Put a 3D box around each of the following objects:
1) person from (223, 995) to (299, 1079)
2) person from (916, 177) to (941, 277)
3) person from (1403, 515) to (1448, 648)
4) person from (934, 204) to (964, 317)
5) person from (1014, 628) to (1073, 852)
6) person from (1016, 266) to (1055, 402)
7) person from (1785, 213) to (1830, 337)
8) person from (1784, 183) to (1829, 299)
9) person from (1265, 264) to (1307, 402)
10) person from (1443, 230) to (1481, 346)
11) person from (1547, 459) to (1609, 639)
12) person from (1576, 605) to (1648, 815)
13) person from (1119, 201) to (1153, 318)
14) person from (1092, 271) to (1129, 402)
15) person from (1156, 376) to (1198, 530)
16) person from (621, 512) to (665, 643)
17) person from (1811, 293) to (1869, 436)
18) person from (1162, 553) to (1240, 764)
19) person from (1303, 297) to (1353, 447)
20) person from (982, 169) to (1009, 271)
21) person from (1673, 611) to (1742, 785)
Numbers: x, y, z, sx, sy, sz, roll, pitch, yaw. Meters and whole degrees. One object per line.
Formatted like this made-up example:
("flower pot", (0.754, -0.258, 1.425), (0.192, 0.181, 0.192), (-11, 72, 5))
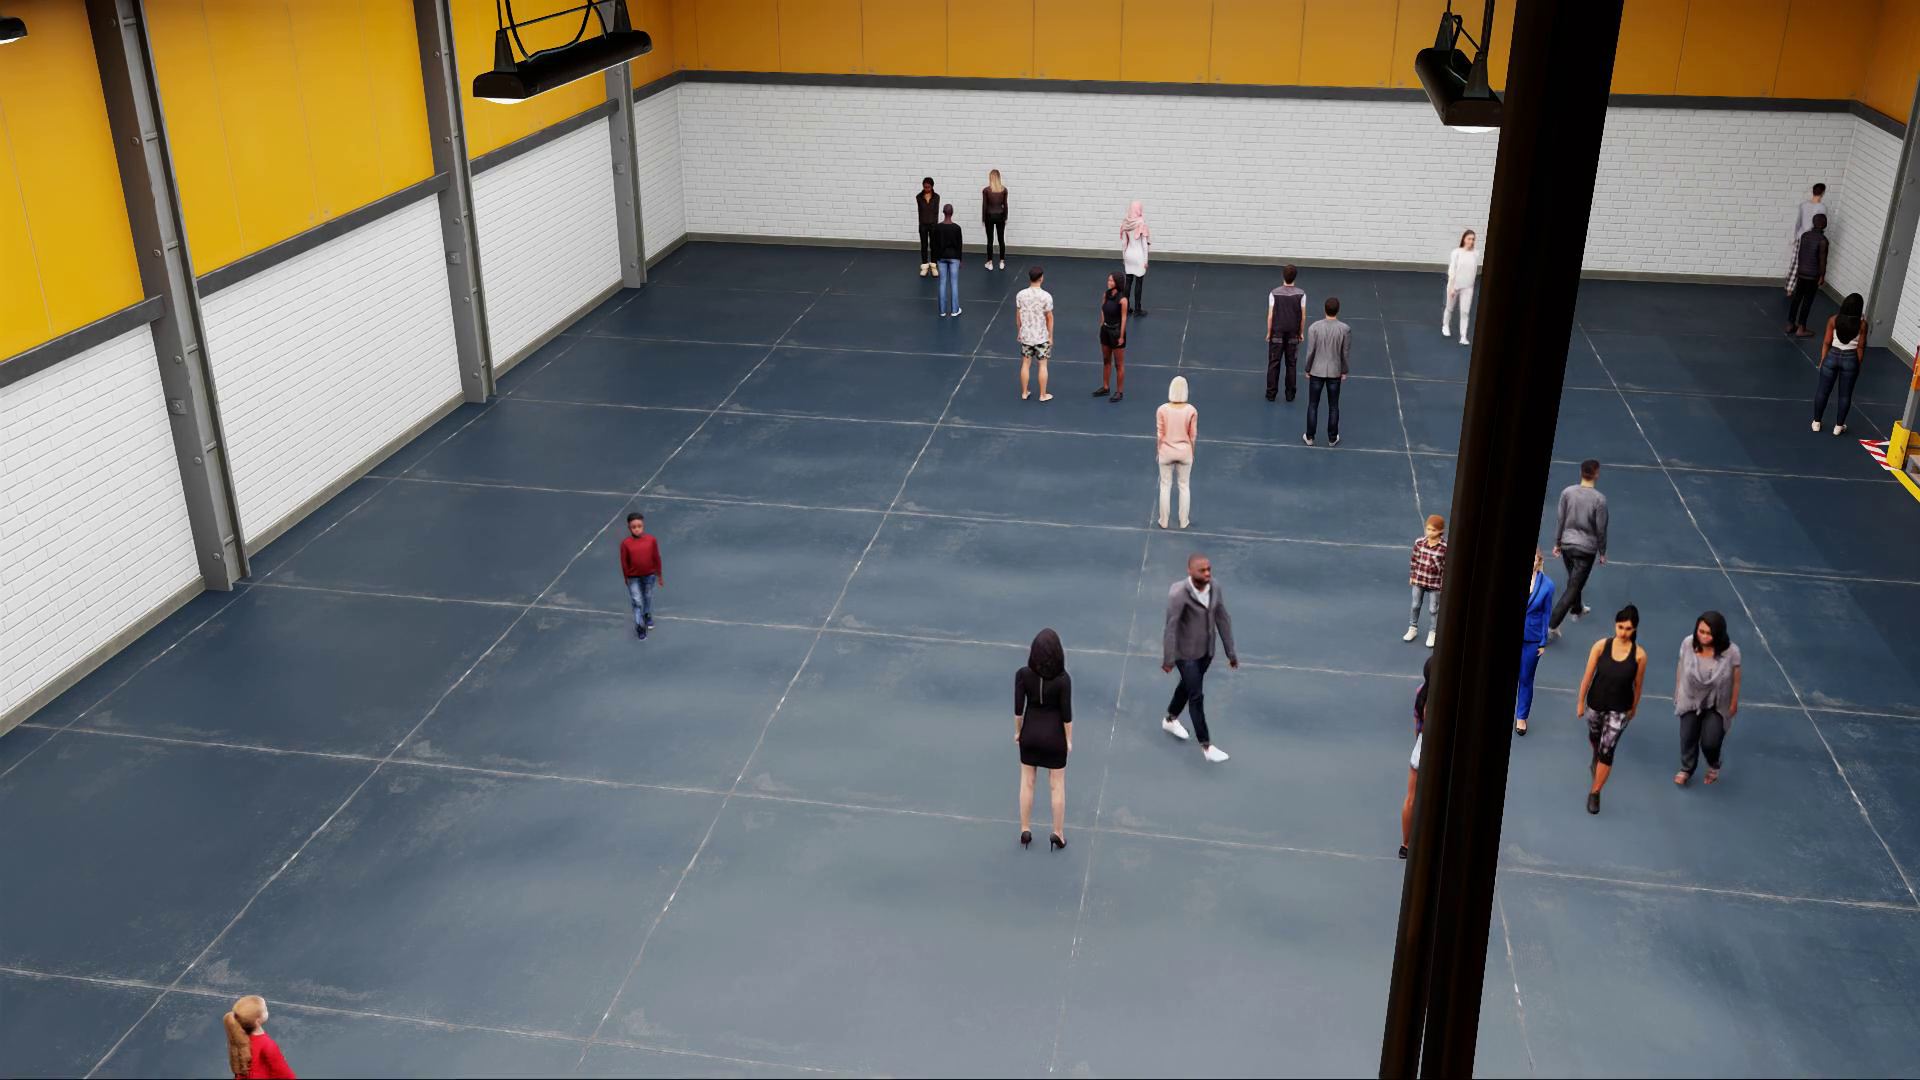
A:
("person", (-3.973, 3.145, 9.359), (0.708, 1.261, 0.900), (14, 27, 29))
("person", (-0.539, -5.358, 28.312), (0.621, 1.661, 0.679), (0, 24, 1))
("person", (4.422, 0.361, 15.676), (0.593, 1.303, 0.605), (15, 28, 31))
("person", (-0.180, -4.375, 25.953), (0.590, 1.750, 0.526), (3, 24, 7))
("person", (0.616, 1.507, 12.426), (0.620, 1.806, 0.540), (8, 25, 17))
("person", (1.001, -2.749, 22.150), (0.710, 1.816, 0.639), (9, 25, 20))
("person", (12.751, -3.994, 24.974), (0.830, 1.836, 0.675), (-6, 24, -13))
("person", (13.725, -4.853, 26.925), (0.759, 1.847, 0.709), (-17, 29, -34))
("person", (4.327, -2.754, 22.122), (0.660, 1.849, 0.581), (2, 24, 5))
("person", (7.389, -3.767, 24.685), (0.721, 1.651, 1.116), (0, 24, 0))
("person", (5.816, 0.109, 15.714), (1.217, 1.734, 1.079), (-20, 30, -38))
("person", (5.149, 1.269, 13.197), (0.795, 1.624, 1.163), (11, 26, 23))
("person", (2.728, -4.386, 25.911), (0.733, 1.804, 0.758), (19, 30, 37))
("person", (2.053, -2.729, 22.199), (0.734, 1.740, 0.681), (-17, 29, -34))
("person", (2.352, -0.954, 18.158), (0.612, 1.725, 0.538), (2, 24, 5))
("person", (-3.053, 0.301, 15.907), (0.745, 1.229, 0.889), (-9, 25, -19))
("person", (11.111, -2.229, 20.969), (0.733, 1.810, 0.745), (16, 28, 32))
("person", (1.887, 0.916, 13.826), (1.176, 1.769, 1.215), (-17, 29, -34))
("person", (4.527, -2.082, 20.553), (0.677, 1.873, 0.567), (4, 24, 8))
("person", (0.597, -5.526, 28.645), (0.673, 1.703, 0.637), (-5, 24, -11))
("person", (6.008, 1.246, 13.309), (0.811, 1.578, 0.870), (19, 30, 37))
